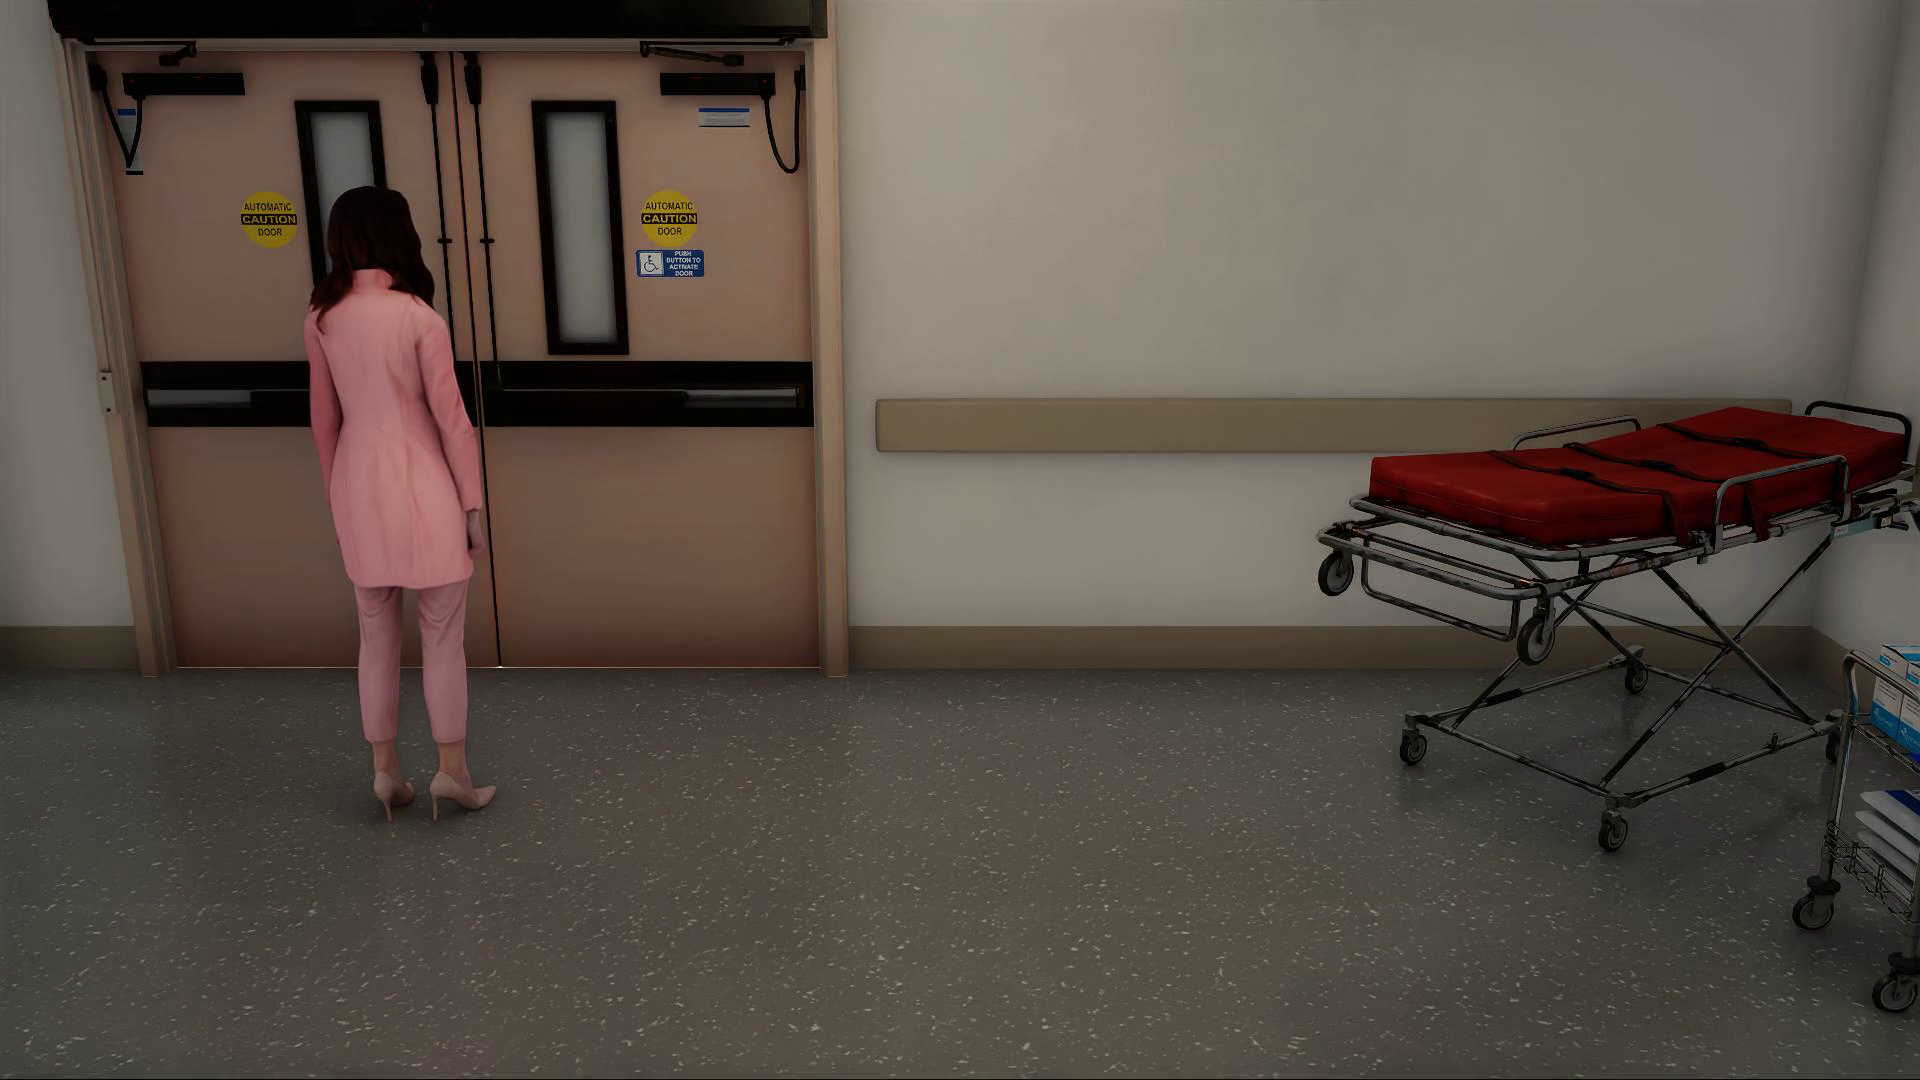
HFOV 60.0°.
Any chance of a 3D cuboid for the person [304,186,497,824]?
[{"bbox_3d":[-1.571,-0.073,4.651,0.637,1.803,0.559,2,16,8],"label":"person"}]
